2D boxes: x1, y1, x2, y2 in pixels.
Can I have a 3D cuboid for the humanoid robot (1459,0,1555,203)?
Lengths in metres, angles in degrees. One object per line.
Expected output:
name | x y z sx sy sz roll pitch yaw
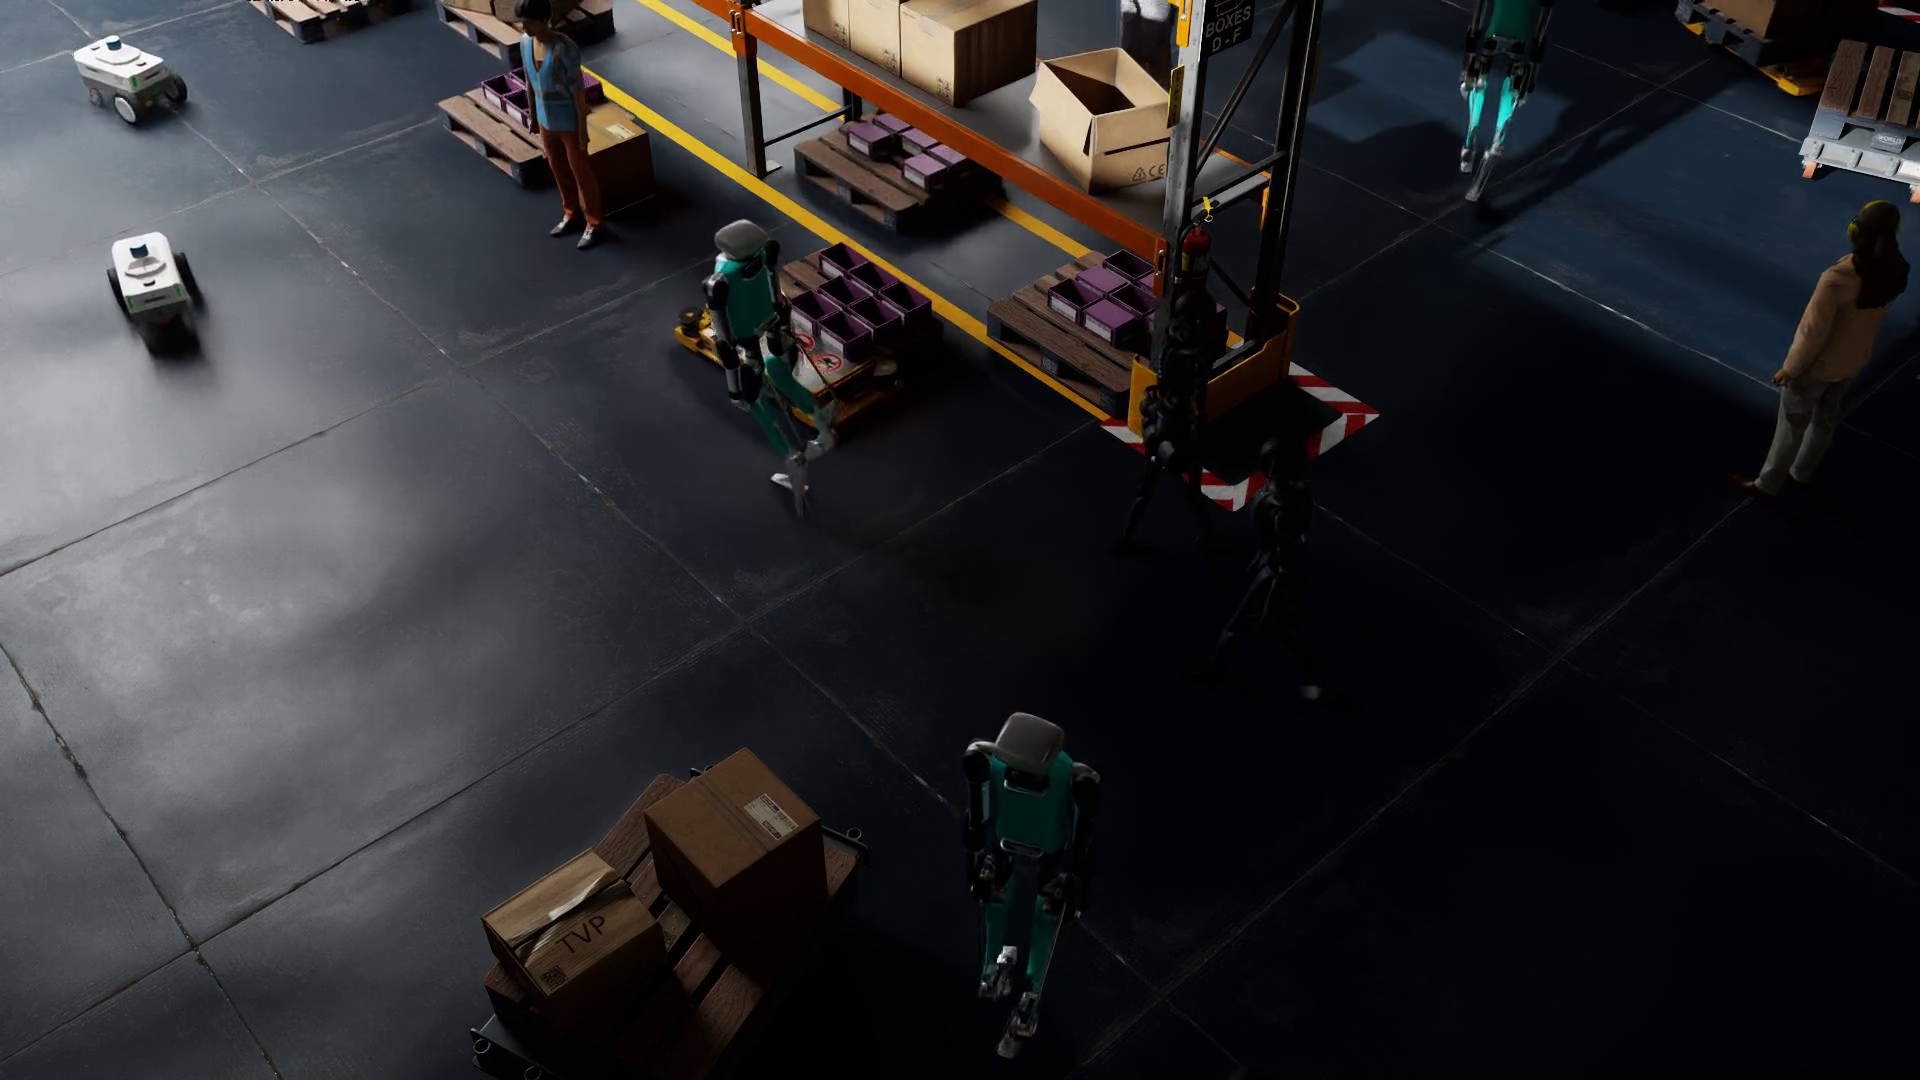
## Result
humanoid robot | 3.648 -3.090 11.372 0.545 1.754 0.952 15 45 16

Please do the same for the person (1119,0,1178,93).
person | 1.313 -3.613 11.949 0.559 1.721 0.768 -23 47 -23

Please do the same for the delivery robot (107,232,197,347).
delivery robot | -5.200 -1.656 10.700 0.499 0.614 0.812 -19 46 -20

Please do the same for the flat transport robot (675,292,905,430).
flat transport robot | -1.077 -1.164 10.360 1.431 0.231 0.659 33 52 31

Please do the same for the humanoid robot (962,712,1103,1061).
humanoid robot | 0.210 1.468 6.428 0.542 1.792 0.832 12 44 13

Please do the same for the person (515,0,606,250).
person | -2.662 -2.780 11.020 0.501 1.758 0.344 22 47 22

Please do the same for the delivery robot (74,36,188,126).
delivery robot | -6.410 -3.576 12.759 0.750 0.575 0.499 22 47 22

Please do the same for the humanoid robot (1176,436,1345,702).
humanoid robot | 1.528 0.179 7.914 0.842 1.619 0.605 2 43 3

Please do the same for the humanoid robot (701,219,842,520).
humanoid robot | -0.933 -0.807 8.978 0.706 1.903 0.560 24 48 24

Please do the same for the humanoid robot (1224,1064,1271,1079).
humanoid robot | 0.850 2.223 5.641 0.609 1.646 0.560 16 45 17

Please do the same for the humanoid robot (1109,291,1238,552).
humanoid robot | 1.169 -0.605 8.732 0.705 1.637 0.593 -12 44 -13

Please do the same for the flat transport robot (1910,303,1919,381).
flat transport robot | 6.691 -1.071 10.260 1.431 0.231 0.659 -19 46 -20

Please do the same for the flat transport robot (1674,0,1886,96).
flat transport robot | 6.567 -4.042 13.491 0.659 0.231 1.431 -15 45 -15

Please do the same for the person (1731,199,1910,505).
person | 4.679 -0.976 8.973 0.553 1.875 0.394 -16 45 -16
